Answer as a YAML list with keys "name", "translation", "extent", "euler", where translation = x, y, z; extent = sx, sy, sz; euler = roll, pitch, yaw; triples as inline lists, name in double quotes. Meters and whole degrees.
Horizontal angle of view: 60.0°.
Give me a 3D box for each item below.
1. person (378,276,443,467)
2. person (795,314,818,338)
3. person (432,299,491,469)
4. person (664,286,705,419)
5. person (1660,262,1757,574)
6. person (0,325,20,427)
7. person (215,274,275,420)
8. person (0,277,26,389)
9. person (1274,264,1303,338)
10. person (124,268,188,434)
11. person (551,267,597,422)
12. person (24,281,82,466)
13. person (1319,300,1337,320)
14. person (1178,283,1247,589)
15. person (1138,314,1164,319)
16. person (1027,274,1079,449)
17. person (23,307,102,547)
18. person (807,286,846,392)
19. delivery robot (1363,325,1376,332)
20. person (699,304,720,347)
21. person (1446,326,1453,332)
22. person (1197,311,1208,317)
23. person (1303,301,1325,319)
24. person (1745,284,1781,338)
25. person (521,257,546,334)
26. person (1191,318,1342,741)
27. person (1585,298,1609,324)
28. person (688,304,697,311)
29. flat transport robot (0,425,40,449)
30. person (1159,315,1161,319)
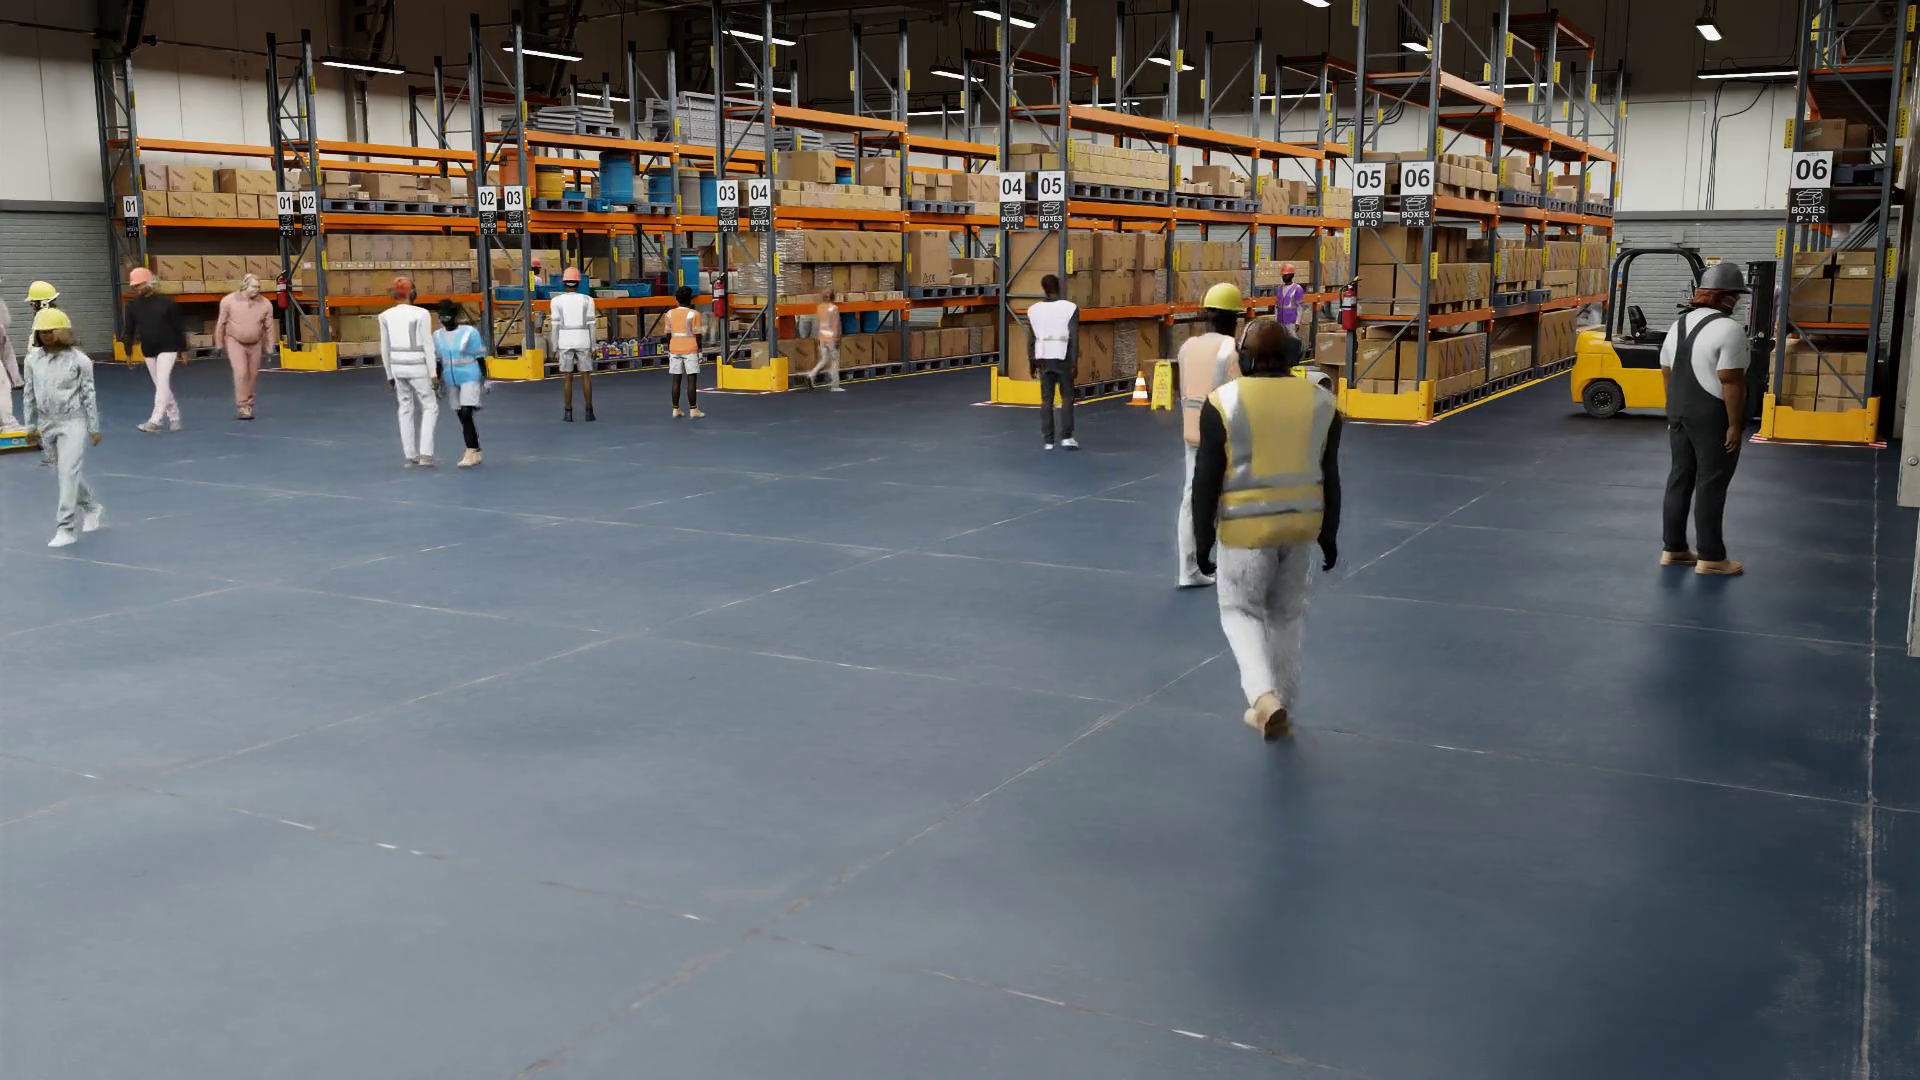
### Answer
- name: "person"
  translation: [-5.363, -1.633, 16.284]
  extent: [0.627, 1.875, 0.426]
  euler: [3, 10, 18]
- name: "person"
  translation: [-2.638, -3.918, 29.524]
  extent: [0.624, 1.931, 0.378]
  euler: [1, 10, 5]
- name: "person"
  translation: [-4.904, -1.514, 16.220]
  extent: [0.564, 1.651, 0.703]
  euler: [3, 10, 19]
- name: "person"
  translation: [-3.520, -2.400, 21.294]
  extent: [0.540, 1.695, 0.317]
  euler: [4, 11, 23]
- name: "person"
  translation: [4.965, -0.808, 10.971]
  extent: [0.535, 2.000, 0.684]
  euler: [-2, 10, -13]
- name: "person"
  translation: [-11.254, -2.154, 19.083]
  extent: [0.895, 1.968, 0.622]
  euler: [-5, 11, -27]
- name: "person"
  translation: [-9.070, -2.451, 21.182]
  extent: [0.674, 1.839, 0.869]
  euler: [-9, 13, -41]
- name: "person"
  translation: [-14.907, -3.228, 25.644]
  extent: [0.979, 1.865, 0.650]
  euler: [-7, 12, -36]
- name: "person"
  translation: [5.651, -3.797, 28.771]
  extent: [0.356, 1.937, 0.552]
  euler: [-9, 13, -42]
- name: "person"
  translation: [-9.445, -2.218, 19.524]
  extent: [0.639, 1.936, 0.963]
  euler: [0, 10, 0]
- name: "person"
  translation: [-4.837, -2.449, 20.881]
  extent: [0.551, 1.934, 0.373]
  euler: [-2, 10, -13]
- name: "person"
  translation: [-8.905, -1.617, 16.339]
  extent: [0.404, 1.825, 0.592]
  euler: [-9, 14, -44]
- name: "person"
  translation: [8.650, -5.463, 38.757]
  extent: [0.929, 1.874, 0.571]
  euler: [7, 12, 37]
- name: "person"
  translation: [1.676, -0.650, 10.440]
  extent: [0.807, 1.897, 0.621]
  euler: [-7, 12, -37]
- name: "person"
  translation: [3.411, -3.986, 30.139]
  extent: [0.651, 1.861, 1.015]
  euler: [5, 11, 28]
- name: "person"
  translation: [0.994, -1.920, 17.954]
  extent: [0.615, 1.875, 0.495]
  euler: [3, 10, 19]
- name: "person"
  translation: [-6.542, -0.848, 12.175]
  extent: [0.493, 1.715, 0.831]
  euler: [0, 10, 2]
- name: "person"
  translation: [-2.026, -3.040, 25.252]
  extent: [0.554, 1.620, 0.526]
  euler: [-9, 13, -41]
- name: "delivery robot"
  translation: [9.308, -4.634, 37.438]
  extent: [0.707, 0.478, 0.477]
  euler: [-1, 10, -6]
- name: "person"
  translation: [-5.718, -5.185, 37.828]
  extent: [0.516, 1.616, 0.463]
  euler: [4, 10, 22]
- name: "person"
  translation: [10.883, -5.331, 37.936]
  extent: [1.041, 1.866, 0.590]
  euler: [6, 11, 31]
- name: "person"
  translation: [4.933, -4.533, 33.366]
  extent: [0.343, 1.840, 0.507]
  euler: [-7, 12, -37]
- name: "person"
  translation: [8.067, -5.430, 38.140]
  extent: [0.627, 1.999, 0.920]
  euler: [9, 13, 43]
- name: "person"
  translation: [13.950, -3.807, 28.890]
  extent: [0.582, 1.918, 0.388]
  euler: [5, 11, 26]
- name: "person"
  translation: [-8.364, -4.534, 32.780]
  extent: [0.608, 2.044, 0.377]
  euler: [8, 12, 38]
- name: "person"
  translation: [1.311, -0.018, 7.008]
  extent: [0.671, 1.819, 0.590]
  euler: [-2, 10, -12]
- name: "person"
  translation: [13.759, -4.967, 35.941]
  extent: [0.529, 1.836, 0.918]
  euler: [-3, 10, -15]
- name: "person"
  translation: [-7.097, -6.188, 42.799]
  extent: [0.635, 1.919, 0.960]
  euler: [7, 12, 37]
- name: "flat transport robot"
  translation: [-10.223, -1.070, 17.676]
  extent: [0.652, 0.197, 1.431]
  euler: [6, 11, 32]
- name: "person"
  translation: [3.965, -4.786, 34.557]
  extent: [0.628, 1.950, 1.028]
  euler: [5, 11, 25]
